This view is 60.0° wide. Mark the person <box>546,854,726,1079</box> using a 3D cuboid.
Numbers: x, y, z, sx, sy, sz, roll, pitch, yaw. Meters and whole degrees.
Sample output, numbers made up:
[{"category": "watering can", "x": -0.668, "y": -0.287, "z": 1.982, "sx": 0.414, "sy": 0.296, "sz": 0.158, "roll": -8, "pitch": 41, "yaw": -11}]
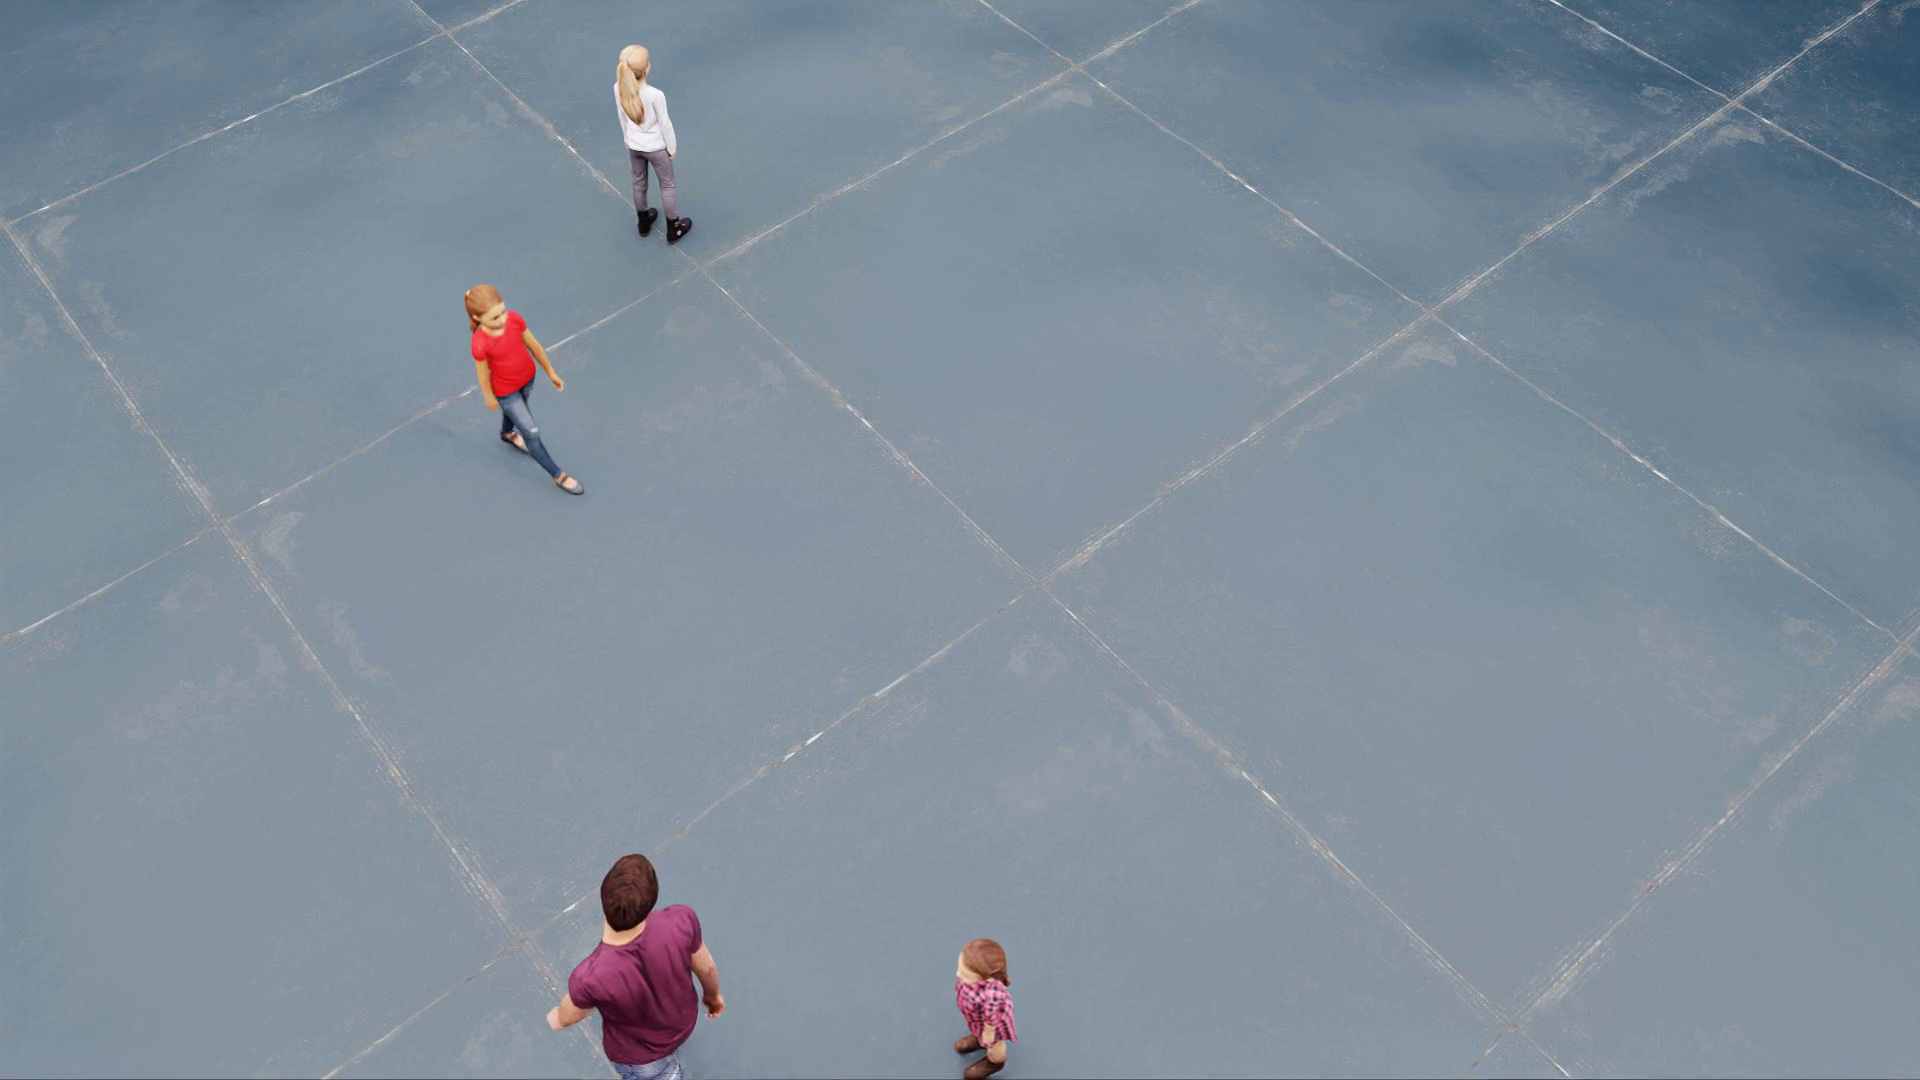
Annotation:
[{"category": "person", "x": -1.057, "y": 1.813, "z": 6.011, "sx": 0.841, "sy": 1.782, "sz": 1.091, "roll": 35, "pitch": 60, "yaw": 24}]

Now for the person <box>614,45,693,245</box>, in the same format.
[{"category": "person", "x": -1.783, "y": -2.249, "z": 9.477, "sx": 0.561, "sy": 1.275, "sz": 0.596, "roll": 17, "pitch": 54, "yaw": 13}]

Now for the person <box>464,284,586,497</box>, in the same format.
[{"category": "person", "x": -2.290, "y": -0.822, "z": 8.370, "sx": 0.708, "sy": 1.278, "sz": 0.878, "roll": 27, "pitch": 57, "yaw": 20}]

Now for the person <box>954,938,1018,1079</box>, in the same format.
[{"category": "person", "x": 0.107, "y": 1.819, "z": 6.488, "sx": 0.501, "sy": 1.021, "sz": 0.470, "roll": -18, "pitch": 54, "yaw": -14}]
